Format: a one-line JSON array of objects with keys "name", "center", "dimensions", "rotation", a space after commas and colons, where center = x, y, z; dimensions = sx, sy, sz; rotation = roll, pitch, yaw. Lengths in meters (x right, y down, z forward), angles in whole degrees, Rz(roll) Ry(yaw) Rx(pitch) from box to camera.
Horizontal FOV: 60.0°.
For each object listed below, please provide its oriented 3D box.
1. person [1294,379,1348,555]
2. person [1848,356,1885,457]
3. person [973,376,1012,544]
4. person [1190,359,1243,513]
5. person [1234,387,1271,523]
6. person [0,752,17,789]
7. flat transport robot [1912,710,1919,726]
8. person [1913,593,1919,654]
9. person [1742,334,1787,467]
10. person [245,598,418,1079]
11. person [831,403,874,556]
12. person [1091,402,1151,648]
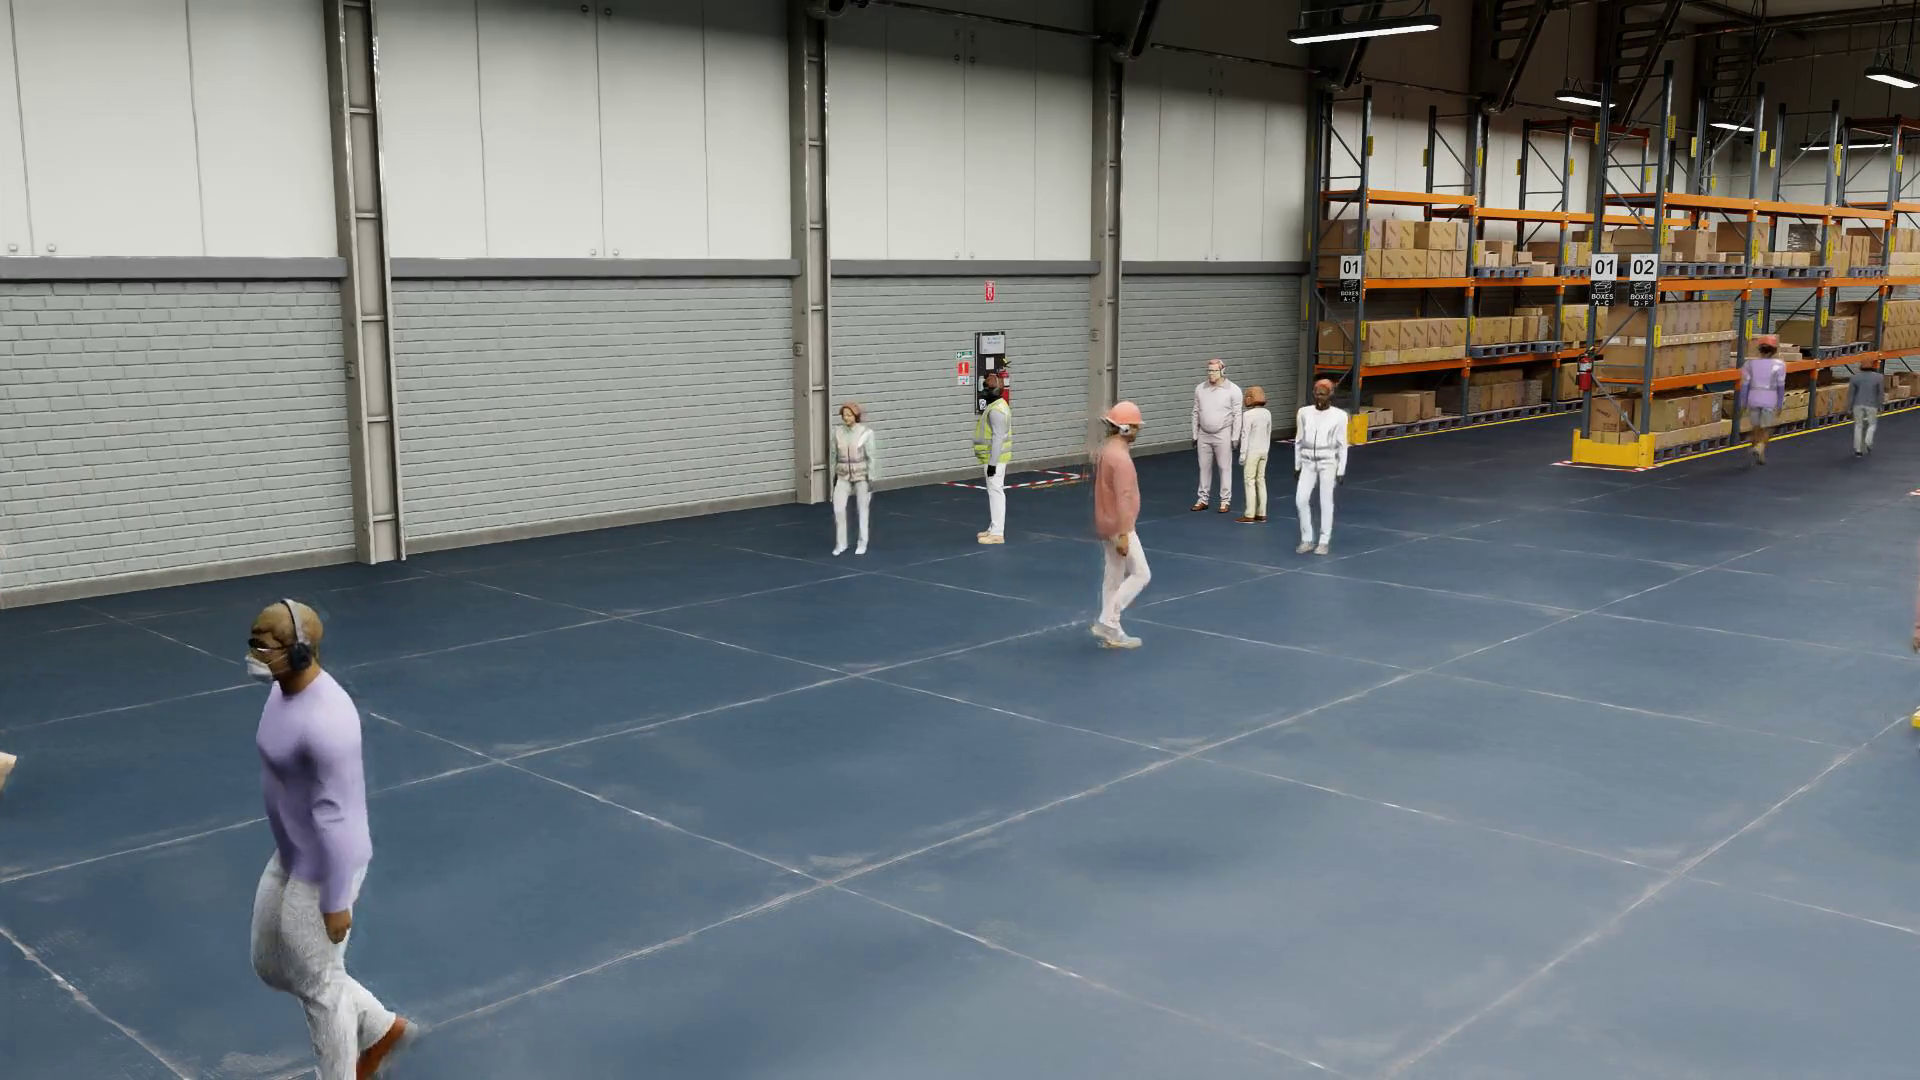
[{"name": "person", "center": [3.760, -0.754, 17.487], "dimensions": [0.606, 1.860, 0.608], "rotation": [6, 11, 32]}, {"name": "person", "center": [14.533, -2.143, 26.672], "dimensions": [0.530, 1.614, 0.454], "rotation": [7, 12, 38]}, {"name": "person", "center": [0.357, -0.883, 18.336], "dimensions": [0.429, 1.846, 0.630], "rotation": [0, 9, 1]}, {"name": "person", "center": [3.154, -1.284, 20.588], "dimensions": [0.644, 1.907, 0.399], "rotation": [6, 11, 33]}, {"name": "person", "center": [3.502, -1.010, 19.781], "dimensions": [0.510, 1.623, 0.294], "rotation": [-9, 13, -42]}, {"name": "person", "center": [-5.648, 0.615, 9.268], "dimensions": [0.604, 1.826, 0.631], "rotation": [-1, 9, -7]}, {"name": "flat transport robot", "center": [6.947, 1.079, 11.155], "dimensions": [0.652, 0.197, 1.431], "rotation": [9, 13, 42]}, {"name": "person", "center": [6.036, 0.559, 9.882], "dimensions": [0.550, 1.718, 0.882], "rotation": [0, 9, -2]}, {"name": "person", "center": [12.105, -2.082, 25.105], "dimensions": [0.606, 2.028, 0.560], "rotation": [8, 13, 42]}, {"name": "person", "center": [-2.221, 1.138, 5.764], "dimensions": [0.483, 1.925, 0.652], "rotation": [-6, 11, -33]}, {"name": "person", "center": [-1.134, -0.629, 17.460], "dimensions": [0.534, 1.618, 0.549], "rotation": [3, 10, 17]}, {"name": "person", "center": [1.278, -0.100, 13.138], "dimensions": [0.436, 1.981, 0.649], "rotation": [-1, 9, -8]}]
